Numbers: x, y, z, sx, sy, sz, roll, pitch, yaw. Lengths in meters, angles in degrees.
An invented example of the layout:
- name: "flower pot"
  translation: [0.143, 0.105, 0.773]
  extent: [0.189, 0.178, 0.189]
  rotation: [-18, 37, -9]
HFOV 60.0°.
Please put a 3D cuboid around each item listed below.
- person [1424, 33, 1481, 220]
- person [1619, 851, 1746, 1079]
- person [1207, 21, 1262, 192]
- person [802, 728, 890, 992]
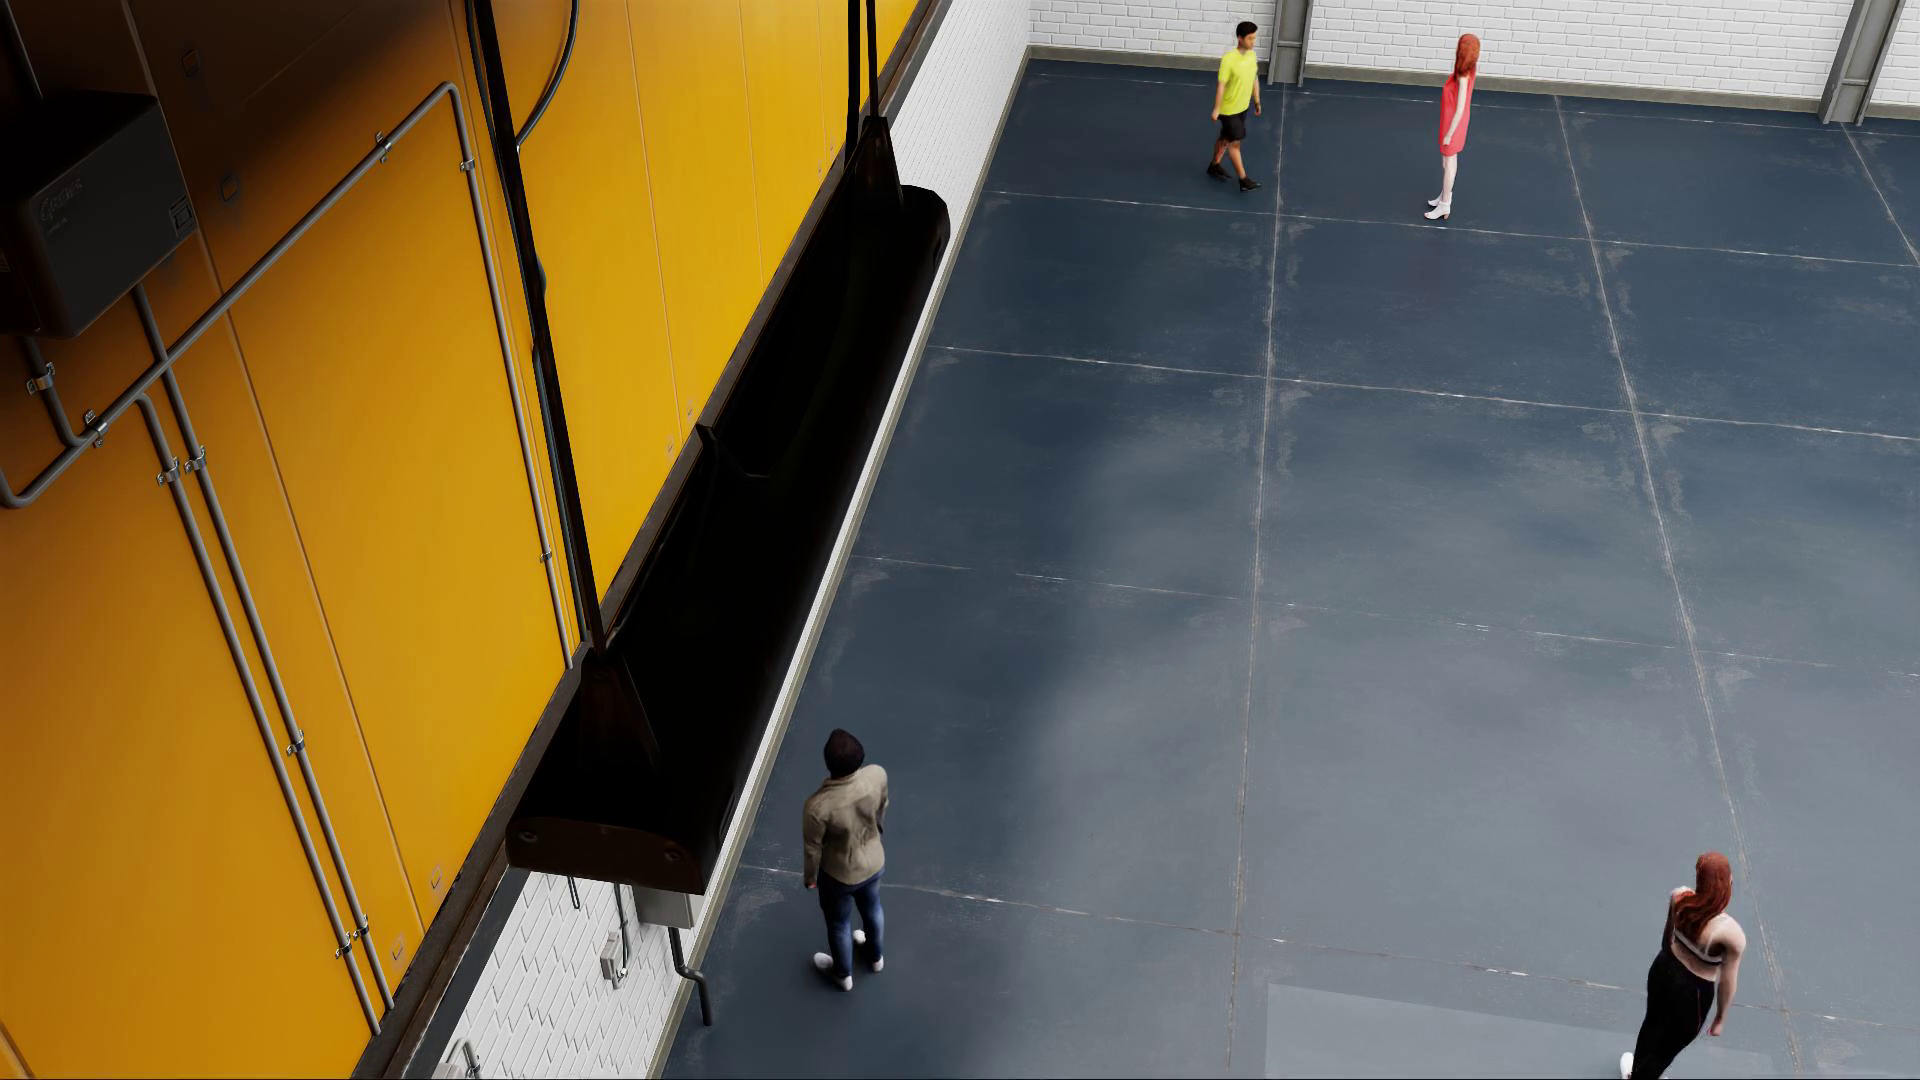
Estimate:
- name: "person"
  translation: [4.732, -3.959, 15.930]
  extent: [0.568, 1.826, 0.644]
  rotation: [13, 40, 16]
- name: "person"
  translation: [3.557, 2.247, 8.240]
  extent: [0.767, 1.725, 0.766]
  rotation: [-6, 39, -7]
- name: "person"
  translation: [2.657, -4.348, 16.534]
  extent: [0.984, 1.681, 1.104]
  rotation: [-31, 48, -33]
- name: "person"
  translation: [-0.569, 1.708, 8.803]
  extent: [0.797, 1.866, 0.840]
  rotation: [-27, 46, -29]
